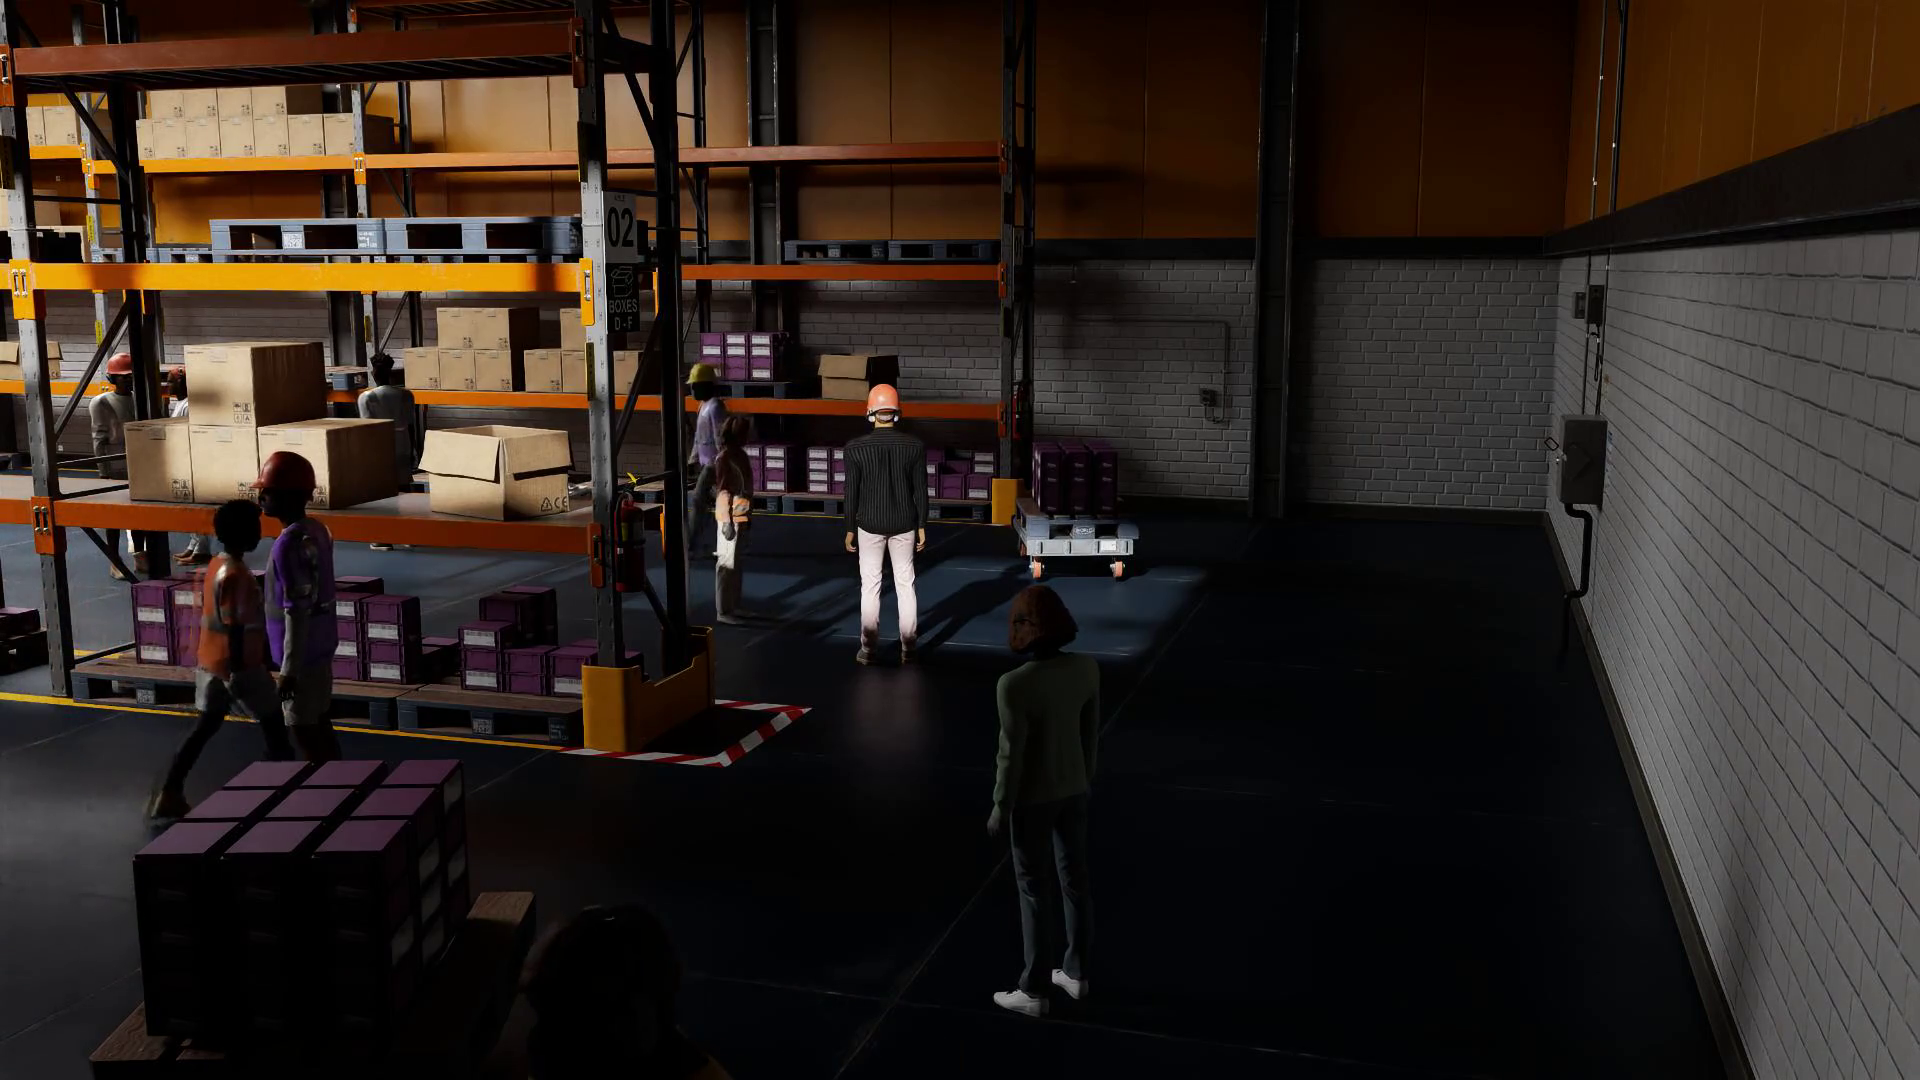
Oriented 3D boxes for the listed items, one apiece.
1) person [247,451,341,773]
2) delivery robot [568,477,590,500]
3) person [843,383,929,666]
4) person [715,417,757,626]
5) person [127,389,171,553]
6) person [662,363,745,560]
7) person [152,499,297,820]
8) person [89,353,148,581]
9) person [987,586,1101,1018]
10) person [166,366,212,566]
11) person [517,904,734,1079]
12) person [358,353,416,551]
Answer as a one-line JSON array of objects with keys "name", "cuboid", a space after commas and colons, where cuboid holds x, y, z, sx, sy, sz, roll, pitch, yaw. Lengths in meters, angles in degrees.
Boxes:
[{"name": "person", "cuboid": [-3.188, 0.536, 8.010, 0.352, 1.939, 0.552, -1, 9, -7]}, {"name": "delivery robot", "cuboid": [-4.252, -0.443, 17.896, 0.477, 0.478, 0.707, 1, 9, 7]}, {"name": "person", "cuboid": [-0.522, -0.104, 11.741, 0.612, 1.997, 0.375, -2, 9, -11]}, {"name": "person", "cuboid": [-1.782, -0.155, 13.145, 0.310, 1.638, 0.523, 2, 10, 11]}, {"name": "person", "cuboid": [-8.024, -0.769, 16.272, 0.429, 1.842, 0.634, -8, 12, -41]}, {"name": "person", "cuboid": [-2.504, -0.748, 16.021, 0.913, 1.885, 0.596, -2, 10, -13]}, {"name": "person", "cuboid": [-3.705, 0.611, 8.462, 0.907, 1.642, 0.535, -7, 11, -36]}, {"name": "person", "cuboid": [-7.506, -0.667, 15.035, 0.391, 2.045, 0.608, 5, 11, 28]}, {"name": "person", "cuboid": [0.318, 0.976, 6.266, 0.499, 1.633, 0.281, -8, 12, -39]}, {"name": "person", "cuboid": [-7.305, -0.702, 15.739, 0.356, 1.882, 0.573, -6, 11, -31]}, {"name": "person", "cuboid": [-0.515, 1.466, 2.703, 0.431, 1.836, 0.632, -7, 12, -38]}, {"name": "person", "cuboid": [-5.688, -0.877, 16.546, 0.368, 1.967, 0.600, 8, 12, 40]}]
